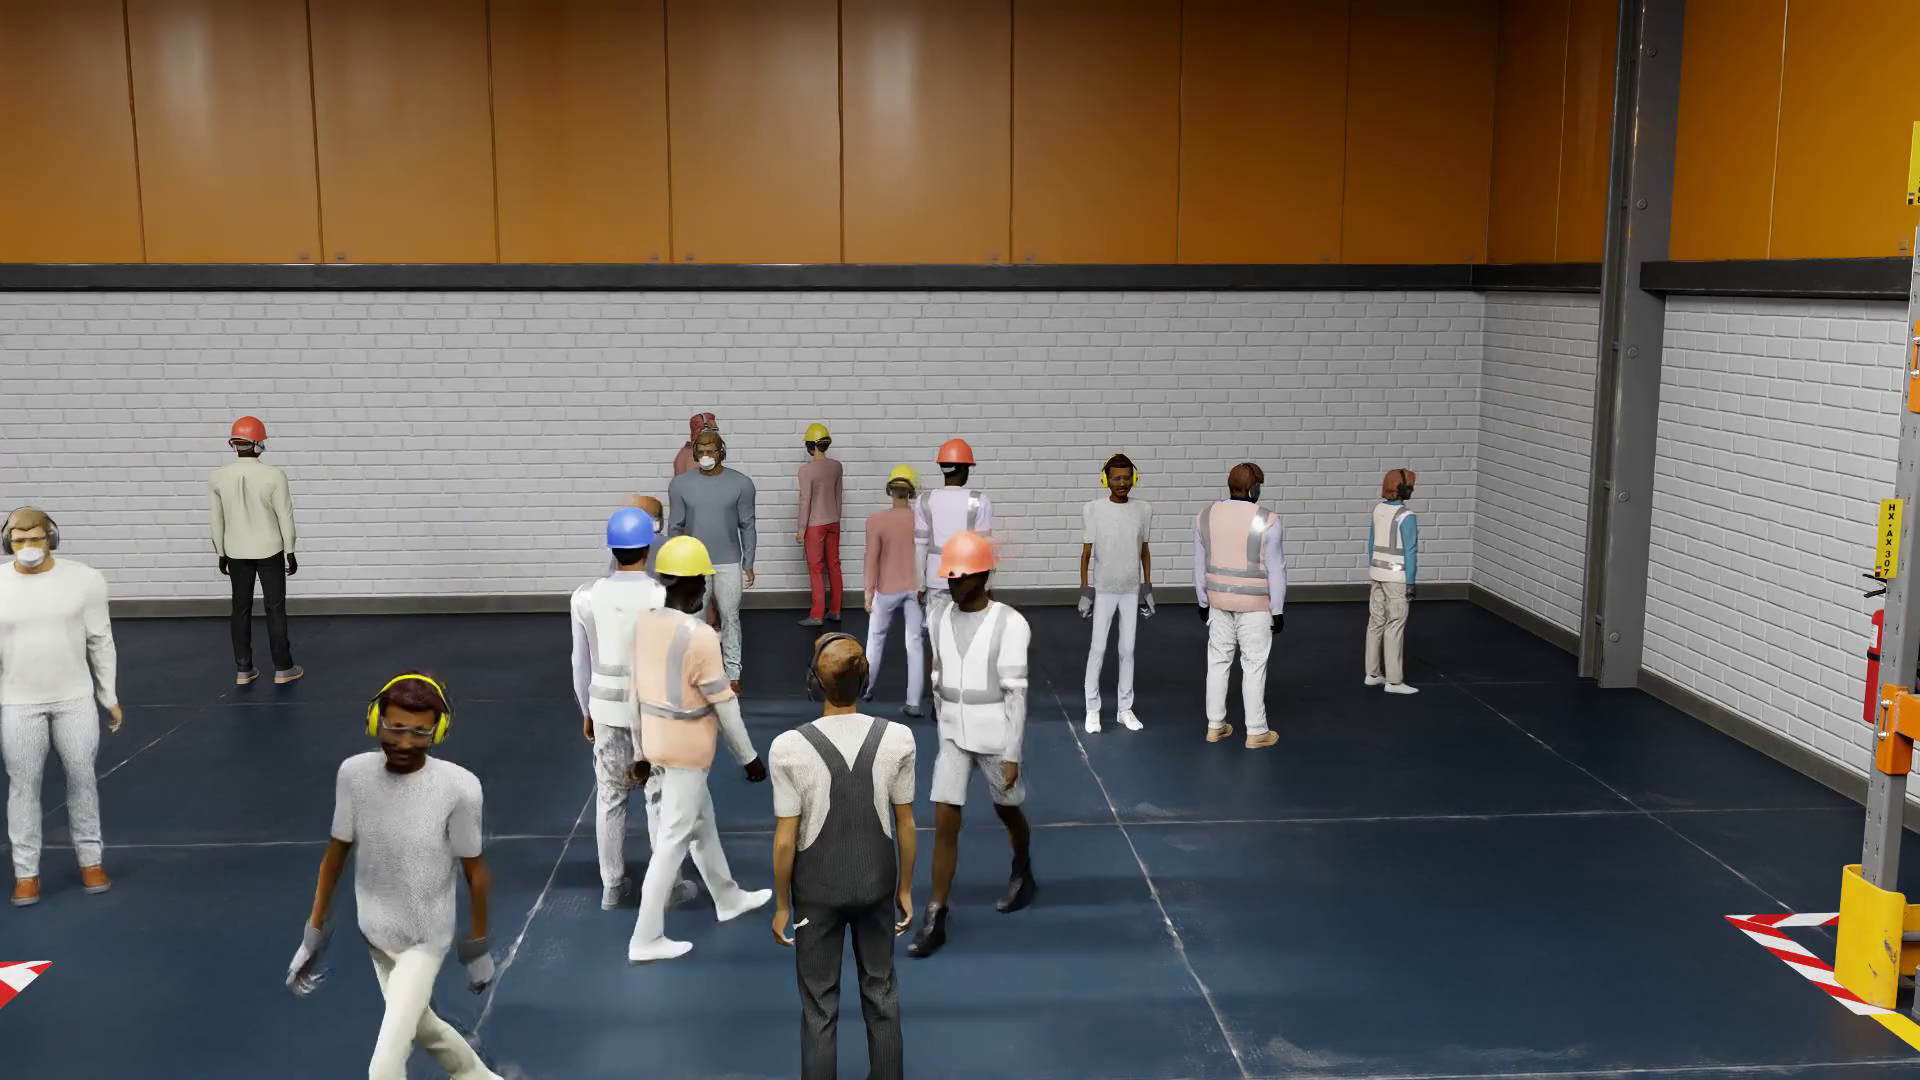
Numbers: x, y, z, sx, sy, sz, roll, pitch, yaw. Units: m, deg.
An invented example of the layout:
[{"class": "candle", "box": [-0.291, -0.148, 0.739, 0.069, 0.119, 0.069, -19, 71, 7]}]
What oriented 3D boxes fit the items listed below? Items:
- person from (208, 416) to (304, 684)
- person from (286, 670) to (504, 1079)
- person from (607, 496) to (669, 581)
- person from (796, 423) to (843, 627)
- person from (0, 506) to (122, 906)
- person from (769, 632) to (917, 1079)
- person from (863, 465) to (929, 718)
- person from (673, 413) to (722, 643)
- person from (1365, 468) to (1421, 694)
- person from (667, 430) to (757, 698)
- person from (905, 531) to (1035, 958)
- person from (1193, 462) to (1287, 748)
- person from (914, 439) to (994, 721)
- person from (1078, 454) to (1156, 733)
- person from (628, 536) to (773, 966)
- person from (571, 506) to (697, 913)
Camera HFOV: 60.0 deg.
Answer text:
[{"class": "person", "box": [-5.228, 0.080, 12.355, 0.610, 1.996, 0.378, 0, 9, -1]}, {"class": "person", "box": [-1.769, 1.276, 5.402, 0.594, 1.817, 0.948, 3, 10, 21]}, {"class": "person", "box": [-2.147, 0.479, 11.137, 0.860, 1.584, 0.517, 7, 11, 37]}, {"class": "person", "box": [-1.219, -0.129, 14.391, 0.309, 1.769, 0.523, 7, 11, 36]}, {"class": "person", "box": [-4.444, 0.789, 8.086, 0.637, 1.936, 0.354, -6, 11, -32]}, {"class": "person", "box": [-0.399, 1.217, 5.684, 0.507, 1.847, 0.345, -3, 10, -18]}, {"class": "person", "box": [-0.440, 0.340, 11.595, 0.536, 1.715, 0.802, -3, 9, -16]}, {"class": "person", "box": [-2.102, -0.101, 13.774, 0.409, 1.907, 0.648, -6, 11, -34]}, {"class": "person", "box": [3.150, 0.296, 12.112, 0.314, 1.639, 0.517, -3, 10, -18]}, {"class": "person", "box": [-1.777, 0.176, 11.930, 0.635, 1.938, 0.359, 0, 9, -2]}, {"class": "person", "box": [0.096, 0.886, 7.652, 0.563, 1.889, 0.988, 5, 10, 29]}, {"class": "person", "box": [1.818, 0.416, 10.730, 0.637, 1.842, 0.429, 7, 11, 37]}, {"class": "person", "box": [-0.034, 0.278, 11.313, 0.543, 1.932, 0.376, 2, 9, 13]}, {"class": "person", "box": [1.045, 0.351, 11.056, 0.532, 1.866, 0.310, -2, 9, -13]}, {"class": "person", "box": [-1.177, 0.915, 7.472, 0.859, 1.883, 0.594, -7, 12, -38]}, {"class": "person", "box": [-1.538, 0.810, 7.910, 0.605, 1.951, 0.384, 2, 9, 10]}]
